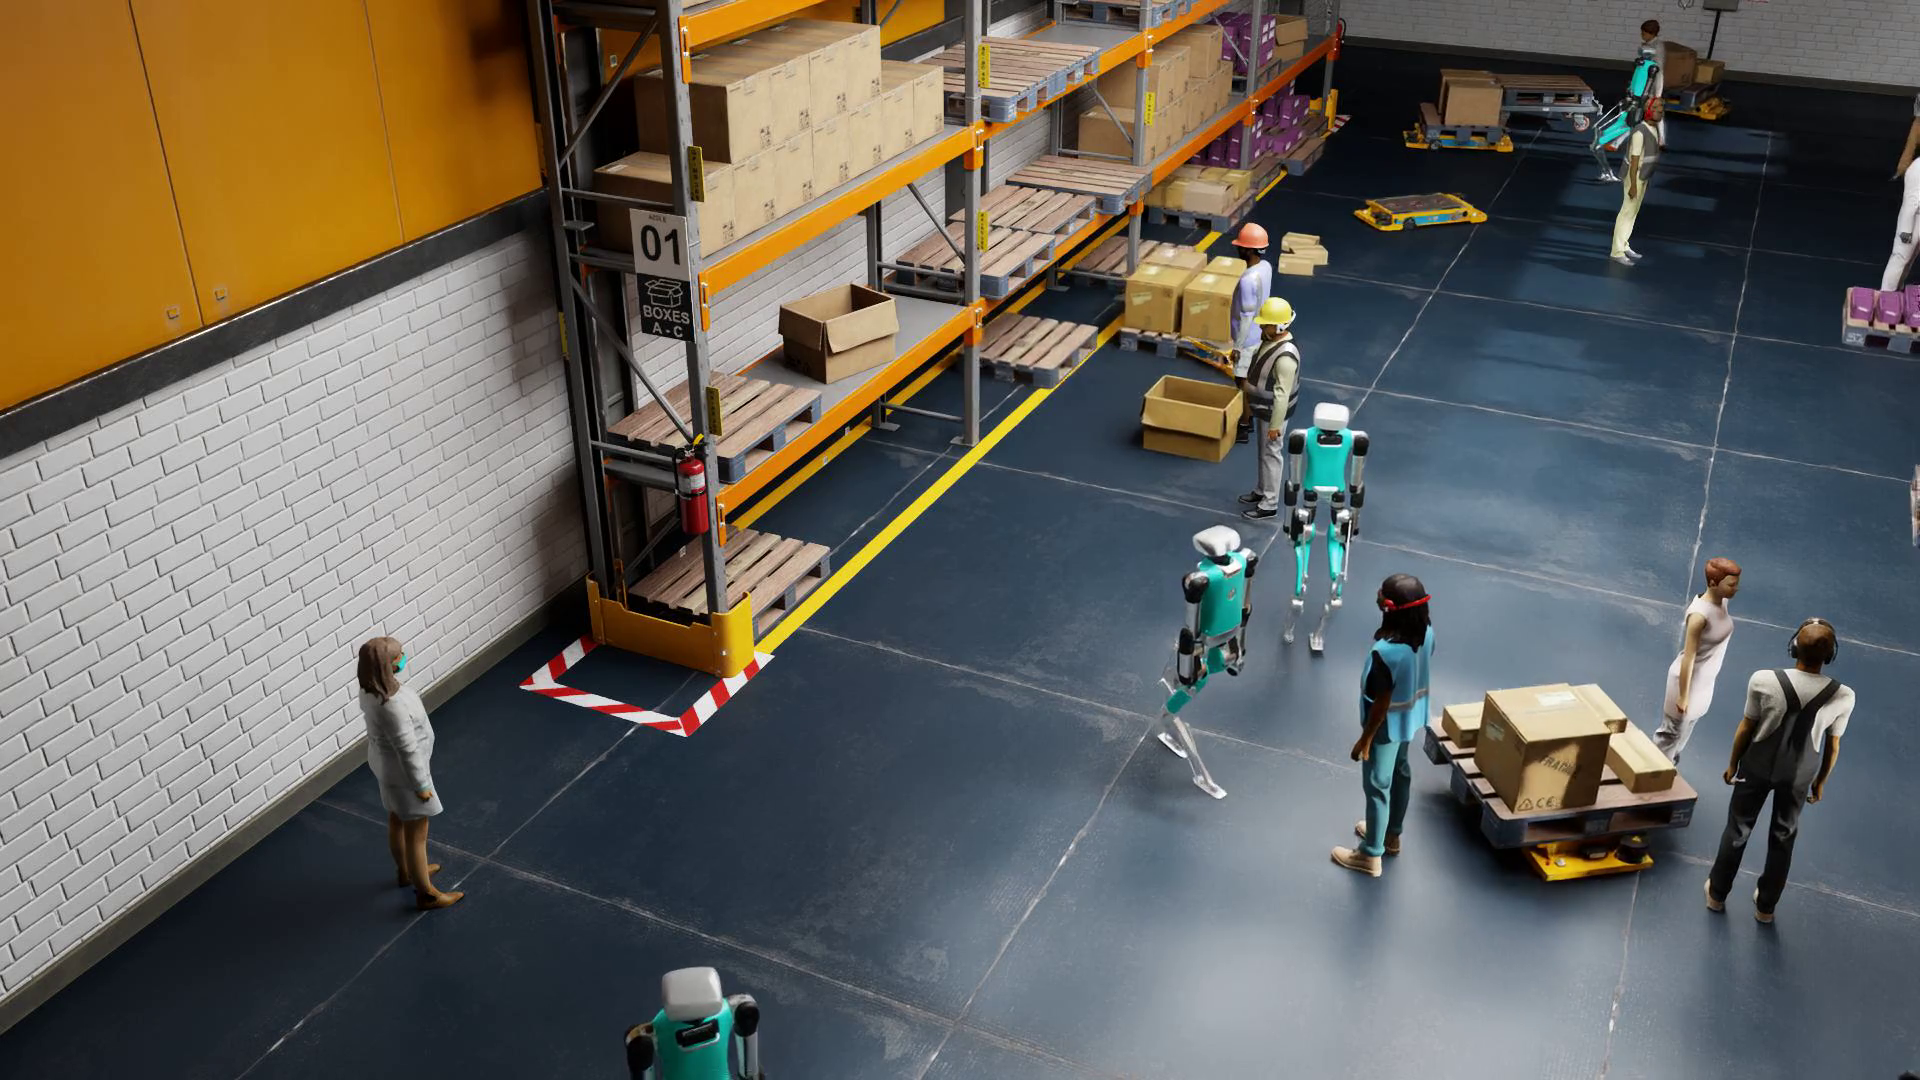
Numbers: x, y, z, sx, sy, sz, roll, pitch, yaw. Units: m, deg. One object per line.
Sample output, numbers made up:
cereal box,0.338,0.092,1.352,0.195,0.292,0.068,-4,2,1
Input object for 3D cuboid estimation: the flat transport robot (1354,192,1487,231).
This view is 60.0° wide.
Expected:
flat transport robot,5.559,-3.960,20.070,1.431,0.231,0.659,-8,29,-14

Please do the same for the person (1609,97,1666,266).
person,7.524,-3.999,18.482,0.391,1.846,0.562,18,33,29

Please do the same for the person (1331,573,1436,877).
person,2.359,1.025,9.147,0.393,1.865,0.519,24,36,37

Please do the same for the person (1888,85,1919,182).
person,12.528,-5.471,21.366,0.882,1.708,0.567,-16,32,-27

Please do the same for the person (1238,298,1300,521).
person,2.423,-1.031,13.007,0.403,1.825,0.589,0,28,0

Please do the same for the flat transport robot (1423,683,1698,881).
flat transport robot,3.474,1.496,9.955,0.659,0.231,1.431,-5,29,-9

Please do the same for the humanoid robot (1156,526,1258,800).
humanoid robot,1.362,0.652,9.997,0.555,1.782,0.887,-20,34,-32

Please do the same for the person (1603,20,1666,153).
person,9.249,-6.117,22.494,0.962,1.779,0.588,3,28,6

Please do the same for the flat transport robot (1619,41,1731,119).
flat transport robot,10.687,-6.538,24.850,1.431,0.231,0.659,22,35,35

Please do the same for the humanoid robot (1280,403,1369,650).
humanoid robot,2.432,0.003,11.163,0.540,1.791,0.666,3,28,6

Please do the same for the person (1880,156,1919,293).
person,9.814,-3.254,17.032,0.413,1.913,0.650,25,37,38

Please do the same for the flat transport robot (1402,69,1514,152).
flat transport robot,6.905,-5.582,23.079,1.431,0.231,0.659,4,29,8

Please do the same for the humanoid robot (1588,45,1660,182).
humanoid robot,8.335,-5.390,21.084,0.759,1.702,0.530,-1,28,-2

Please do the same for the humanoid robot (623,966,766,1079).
humanoid robot,-0.889,2.570,6.433,0.531,1.767,0.961,-13,31,-22

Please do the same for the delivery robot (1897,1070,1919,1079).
delivery robot,4.777,2.599,7.628,0.499,0.614,0.815,-9,30,-16

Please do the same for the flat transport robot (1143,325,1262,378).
flat transport robot,2.502,-1.936,16.319,0.659,0.231,1.431,-19,34,-31

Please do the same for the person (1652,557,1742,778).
person,4.286,0.839,9.701,0.274,1.658,0.458,23,36,36

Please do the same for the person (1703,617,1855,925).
person,4.329,1.229,8.804,0.499,1.839,0.343,9,30,16

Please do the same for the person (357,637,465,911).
person,-2.980,1.243,8.956,0.337,1.660,0.483,-20,34,-32

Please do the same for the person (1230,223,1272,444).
person,2.439,-1.765,14.245,0.352,1.938,0.544,11,30,20
